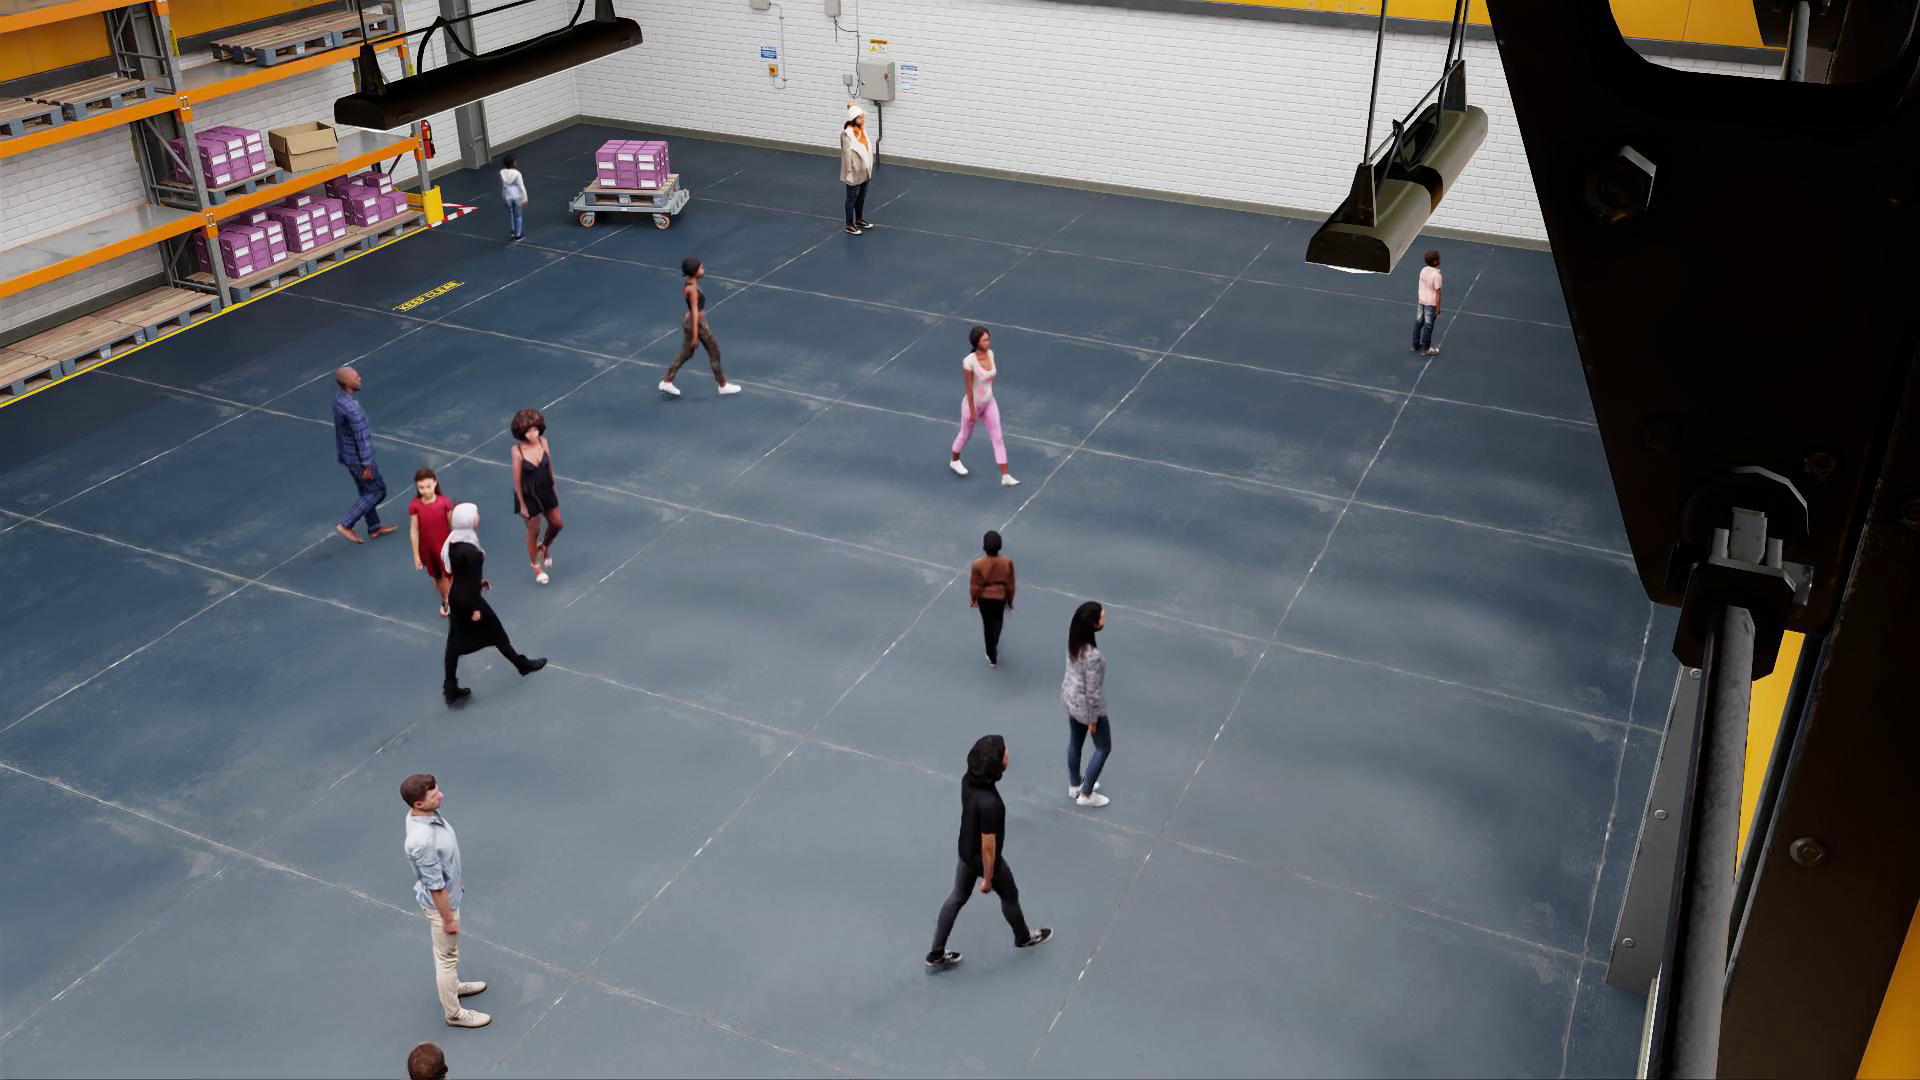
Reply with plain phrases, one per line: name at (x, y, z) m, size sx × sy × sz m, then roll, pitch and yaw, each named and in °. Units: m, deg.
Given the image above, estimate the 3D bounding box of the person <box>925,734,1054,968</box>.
person at (0.057, 2.035, 10.724) m, size 1.212 × 1.794 × 1.103 m, roll -12°, pitch 31°, yaw -21°

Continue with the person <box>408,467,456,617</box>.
person at (-4.615, 0.043, 14.686) m, size 0.957 × 1.497 × 1.084 m, roll -7°, pitch 29°, yaw -13°

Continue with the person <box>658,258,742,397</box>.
person at (-3.103, -2.384, 18.965) m, size 1.132 × 1.660 × 1.147 m, roll -7°, pitch 29°, yaw -13°

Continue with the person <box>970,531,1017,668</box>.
person at (0.285, 0.516, 14.081) m, size 0.716 × 1.245 × 0.790 m, roll -6°, pitch 29°, yaw -10°

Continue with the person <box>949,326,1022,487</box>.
person at (0.127, -1.375, 17.089) m, size 1.185 × 1.685 × 0.971 m, roll -24°, pitch 36°, yaw -36°

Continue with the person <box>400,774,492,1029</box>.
person at (-3.236, 2.215, 10.338) m, size 0.788 × 1.848 × 0.716 m, roll -8°, pitch 30°, yaw -15°

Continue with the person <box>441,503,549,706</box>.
person at (-4.056, 0.565, 13.481) m, size 1.217 × 1.734 × 0.952 m, roll -25°, pitch 37°, yaw -37°

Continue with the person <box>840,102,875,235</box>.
person at (-1.527, -5.467, 24.376) m, size 0.750 × 1.891 × 0.583 m, roll 14°, pitch 31°, yaw 24°

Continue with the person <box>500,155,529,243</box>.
person at (-6.493, -4.934, 24.068) m, size 0.554 × 1.249 × 0.588 m, roll 6°, pitch 29°, yaw 10°

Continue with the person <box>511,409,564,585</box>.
person at (-3.935, -0.414, 15.237) m, size 0.704 × 1.770 × 0.774 m, roll -24°, pitch 37°, yaw -37°

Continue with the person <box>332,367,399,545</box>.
person at (-5.821, -0.782, 15.875) m, size 0.969 × 1.806 × 0.871 m, roll -19°, pitch 34°, yaw -31°

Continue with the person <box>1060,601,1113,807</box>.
person at (0.854, 1.217, 12.294) m, size 0.796 × 1.725 × 0.751 m, roll -12°, pitch 31°, yaw -21°

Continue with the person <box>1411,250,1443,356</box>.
person at (5.711, -2.910, 20.298) m, size 0.635 × 1.307 × 0.588 m, roll -14°, pitch 32°, yaw -25°
